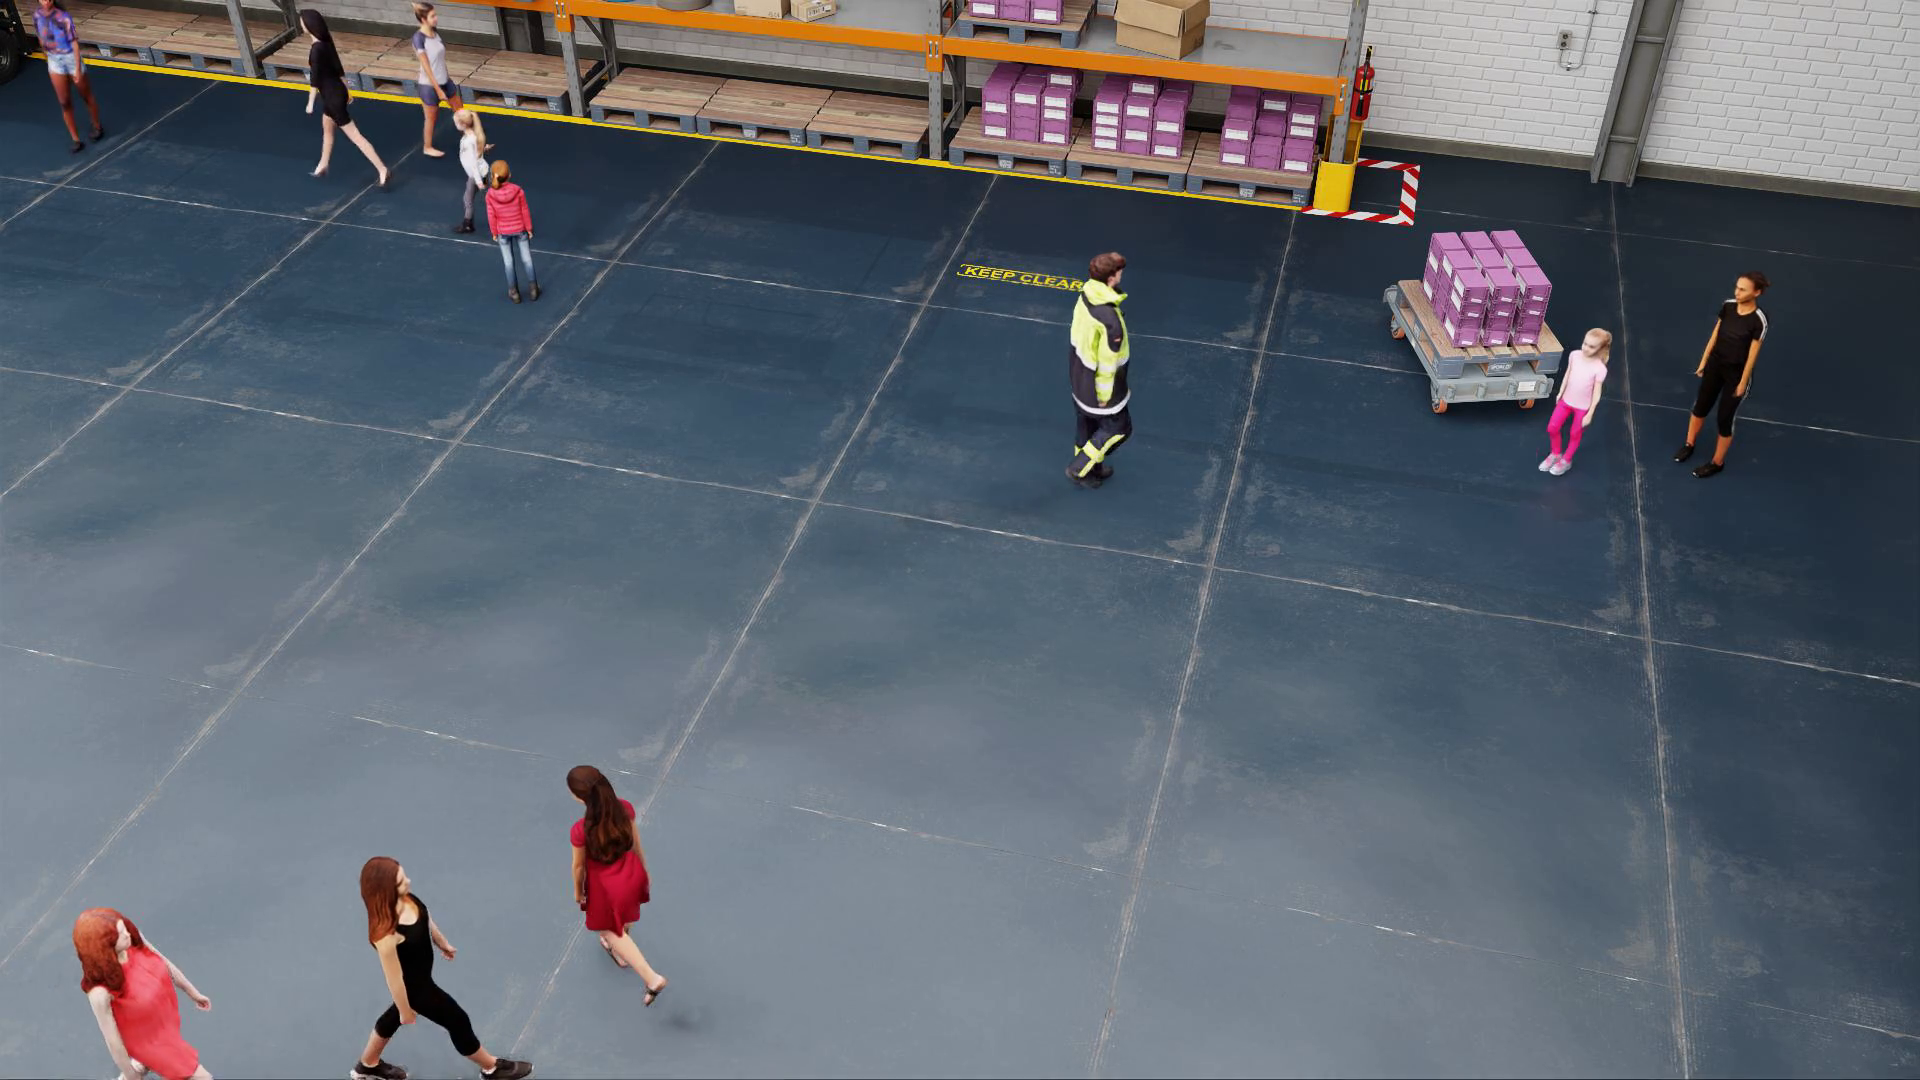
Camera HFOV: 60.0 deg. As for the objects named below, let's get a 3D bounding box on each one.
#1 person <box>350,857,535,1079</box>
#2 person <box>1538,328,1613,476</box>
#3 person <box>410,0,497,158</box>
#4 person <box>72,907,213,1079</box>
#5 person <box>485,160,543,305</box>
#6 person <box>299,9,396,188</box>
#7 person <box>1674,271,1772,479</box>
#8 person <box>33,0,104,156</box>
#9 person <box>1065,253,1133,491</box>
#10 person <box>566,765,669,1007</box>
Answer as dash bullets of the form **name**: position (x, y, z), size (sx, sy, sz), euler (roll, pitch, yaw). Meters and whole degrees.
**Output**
- **person**: position (-2.764, 2.154, 8.147), size (1.213, 1.690, 0.911), euler (-6, 39, -8)
- **person**: position (4.681, -1.062, 12.516), size (0.666, 1.265, 0.592), euler (-27, 46, -29)
- **person**: position (-5.315, -4.556, 16.638), size (0.989, 1.579, 0.612), euler (12, 40, 15)
- **person**: position (-3.896, 2.331, 7.847), size (1.216, 1.790, 0.852), euler (-2, 39, -3)
- **person**: position (-3.910, -2.691, 14.514), size (0.553, 1.317, 0.645), euler (-9, 40, -11)
- **person**: position (-5.933, -4.187, 16.042), size (1.188, 1.747, 0.810), euler (0, 39, 0)
- **person**: position (5.785, -1.287, 12.480), size (0.737, 1.661, 0.701), euler (-16, 41, -19)
- **person**: position (-9.034, -4.817, 16.864), size (0.889, 1.704, 0.819), euler (6, 39, 7)
- **person**: position (0.936, -1.197, 12.123), size (0.973, 1.965, 0.933), euler (-13, 41, -16)
- **person**: position (-1.774, 1.811, 8.707), size (0.976, 1.528, 0.805), euler (31, 48, 33)
